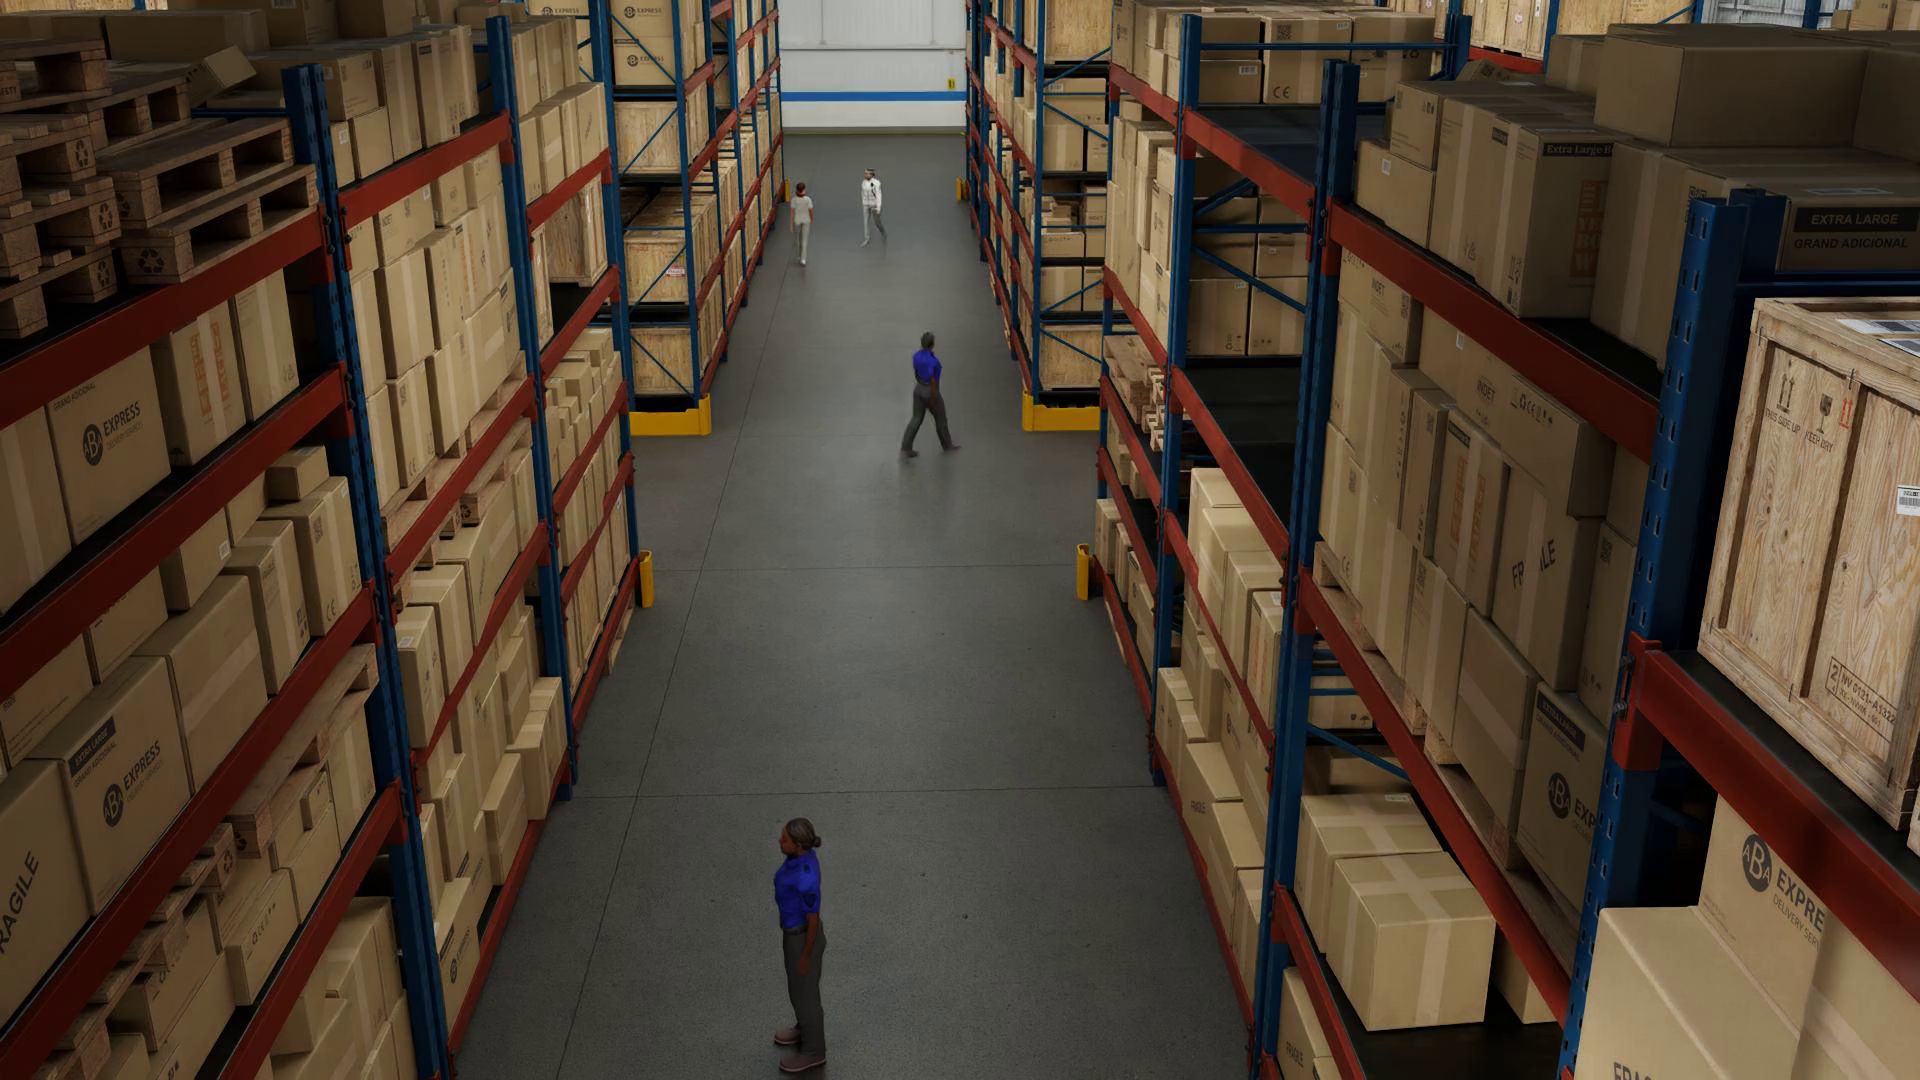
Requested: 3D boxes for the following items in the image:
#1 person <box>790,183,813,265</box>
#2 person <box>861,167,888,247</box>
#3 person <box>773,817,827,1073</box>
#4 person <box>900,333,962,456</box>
[{"bbox_3d":[-3.237,-6.514,34.094,0.478,1.630,0.962,0,20,-1],"label":"person"},{"bbox_3d":[-1.906,-7.239,36.019,0.491,1.658,0.827,8,22,19],"label":"person"},{"bbox_3d":[-0.986,2.432,10.130,0.336,1.660,0.438,-3,21,-9],"label":"person"},{"bbox_3d":[-0.394,-1.922,21.808,0.842,1.647,0.478,-18,27,-40],"label":"person"}]
